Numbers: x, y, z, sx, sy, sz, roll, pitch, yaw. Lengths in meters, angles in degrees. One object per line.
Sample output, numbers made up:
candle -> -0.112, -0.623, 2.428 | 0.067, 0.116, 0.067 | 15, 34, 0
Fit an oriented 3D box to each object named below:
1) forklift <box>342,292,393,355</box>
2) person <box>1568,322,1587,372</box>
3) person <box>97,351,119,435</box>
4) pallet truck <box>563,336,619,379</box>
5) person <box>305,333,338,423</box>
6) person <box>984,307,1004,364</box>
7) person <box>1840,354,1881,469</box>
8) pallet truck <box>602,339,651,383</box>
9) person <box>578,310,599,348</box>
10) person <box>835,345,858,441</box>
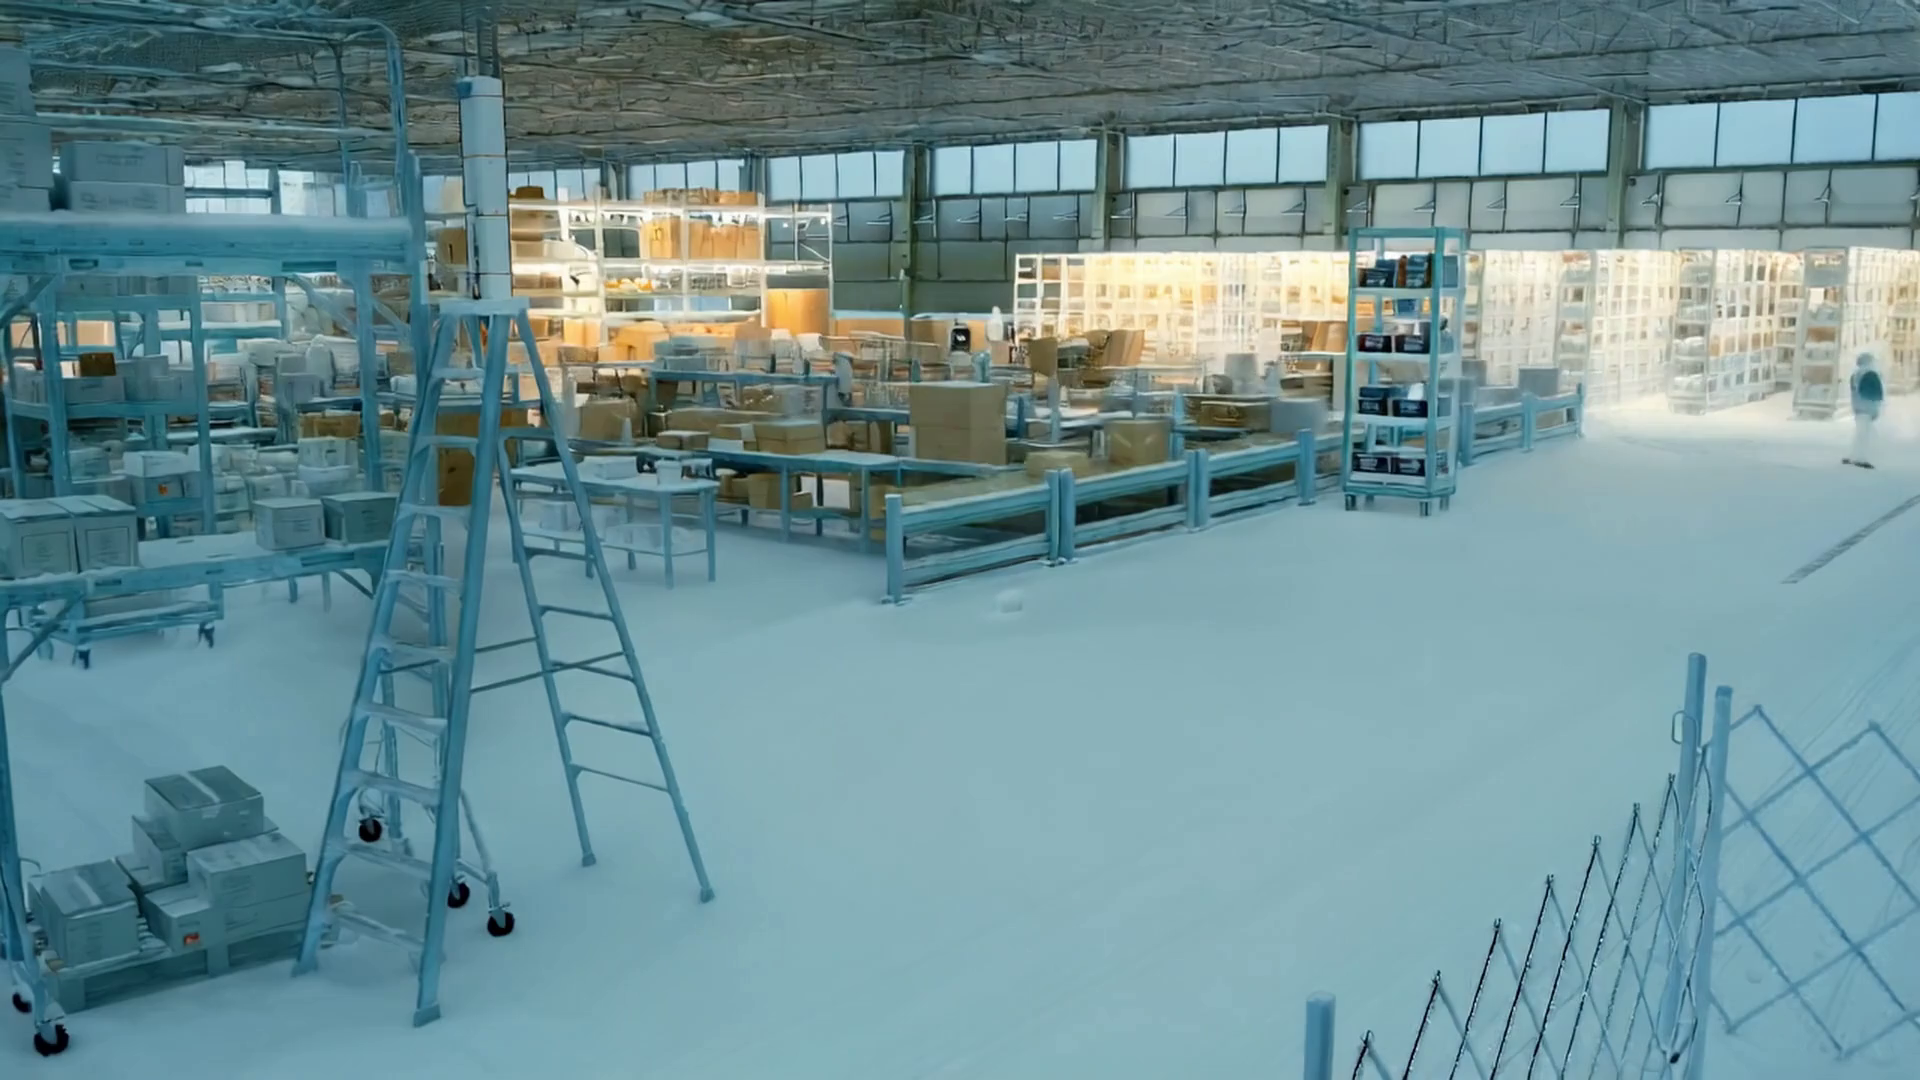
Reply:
forklift -> -16.485, -5.622, 45.120 | 1.129, 2.768, 1.873 | 7, 11, 37
person -> 16.613, -5.058, 44.910 | 0.569, 1.822, 0.706 | -9, 13, -44
person -> -15.063, -2.509, 29.440 | 0.557, 1.660, 0.794 | 8, 12, 41
pallet truck -> -10.690, -5.294, 48.215 | 1.601, 1.201, 0.680 | -5, 10, -26
person -> -12.938, -3.279, 33.749 | 0.590, 1.835, 0.404 | 0, 9, 3
person -> 1.111, -6.592, 54.081 | 0.667, 1.951, 0.622 | -2, 9, -11
person -> 14.152, -2.013, 26.053 | 0.413, 1.781, 0.678 | 0, 9, 3
pallet truck -> -8.991, -4.871, 45.351 | 0.653, 1.274, 1.630 | 7, 11, 37
person -> -11.303, -6.030, 50.647 | 0.625, 1.931, 0.378 | -1, 9, -5
person -> -2.039, -2.652, 30.100 | 0.404, 1.757, 0.526 | -5, 10, -26
